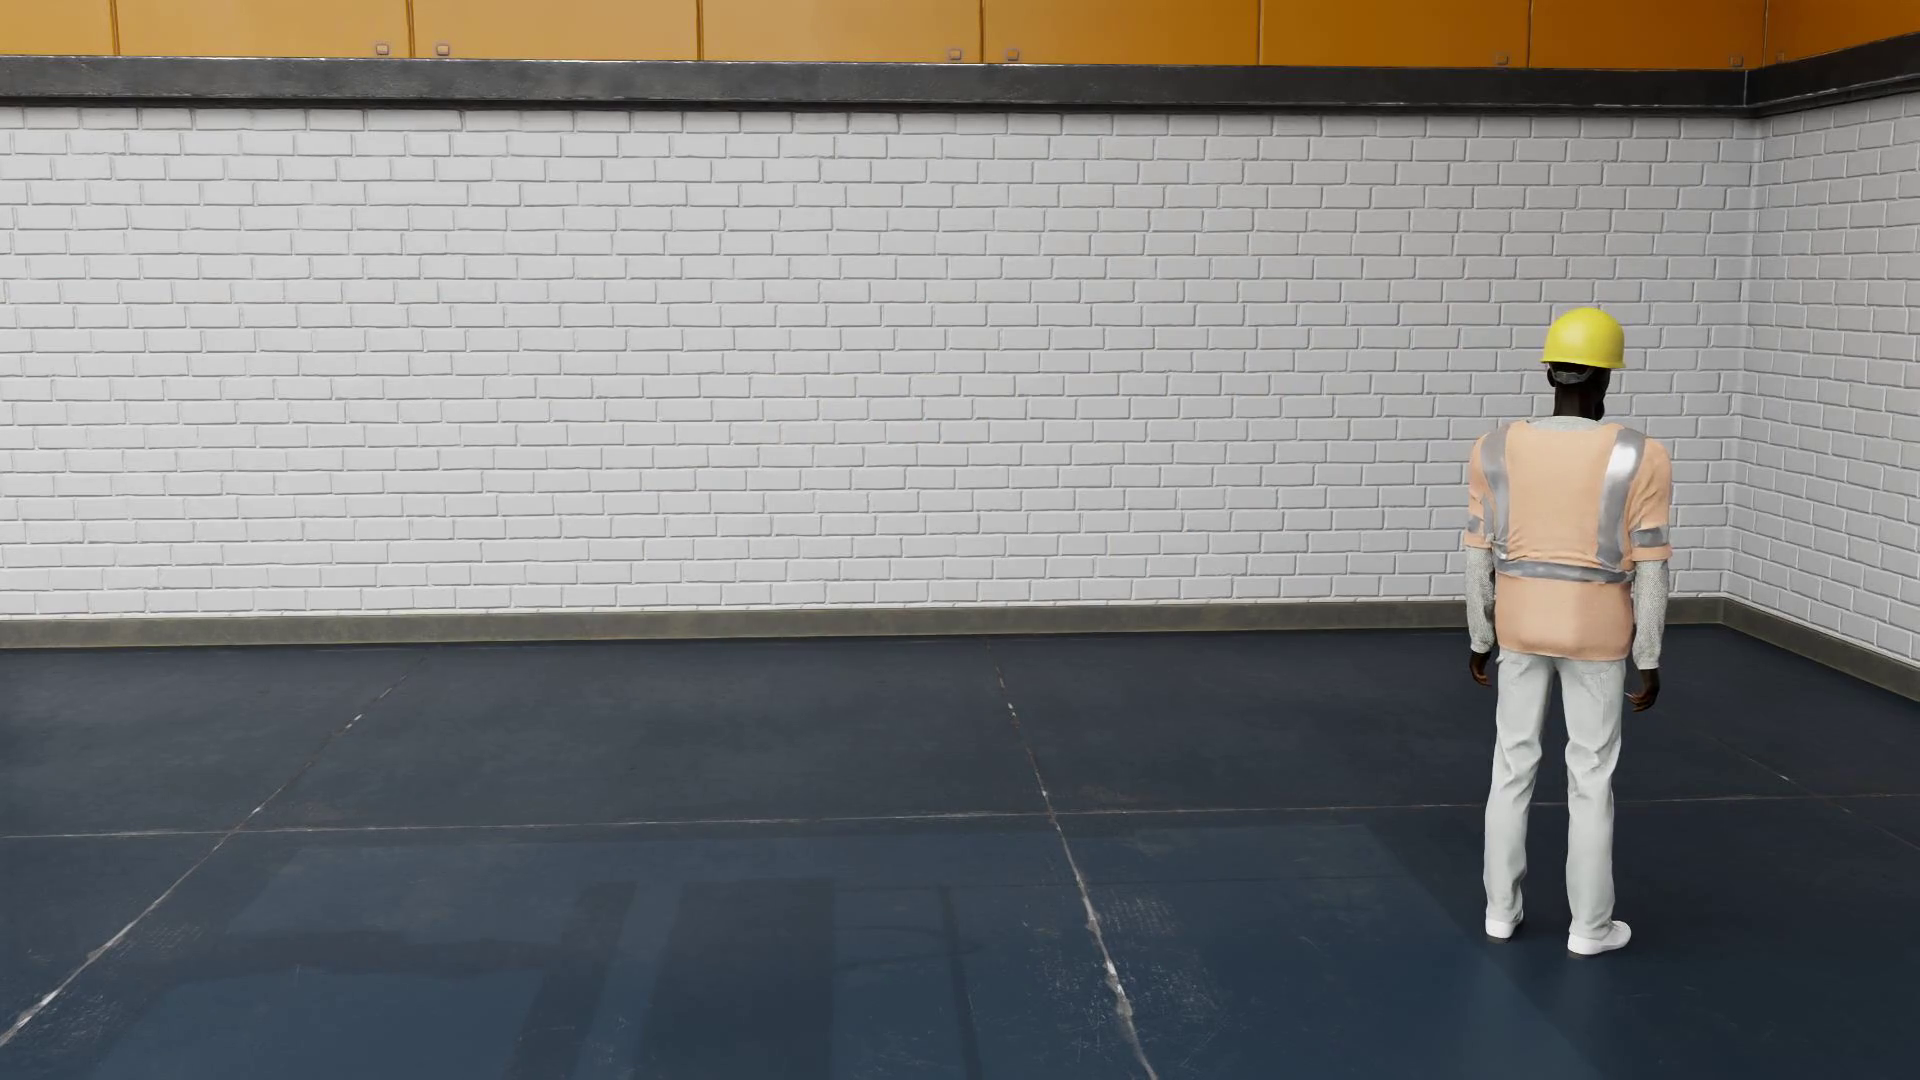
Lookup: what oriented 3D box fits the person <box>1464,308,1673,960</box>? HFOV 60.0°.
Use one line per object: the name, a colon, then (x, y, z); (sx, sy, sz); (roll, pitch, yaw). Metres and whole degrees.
person: (1.795, 0.281, 4.951); (0.589, 1.927, 0.369); (6, 11, 34)
